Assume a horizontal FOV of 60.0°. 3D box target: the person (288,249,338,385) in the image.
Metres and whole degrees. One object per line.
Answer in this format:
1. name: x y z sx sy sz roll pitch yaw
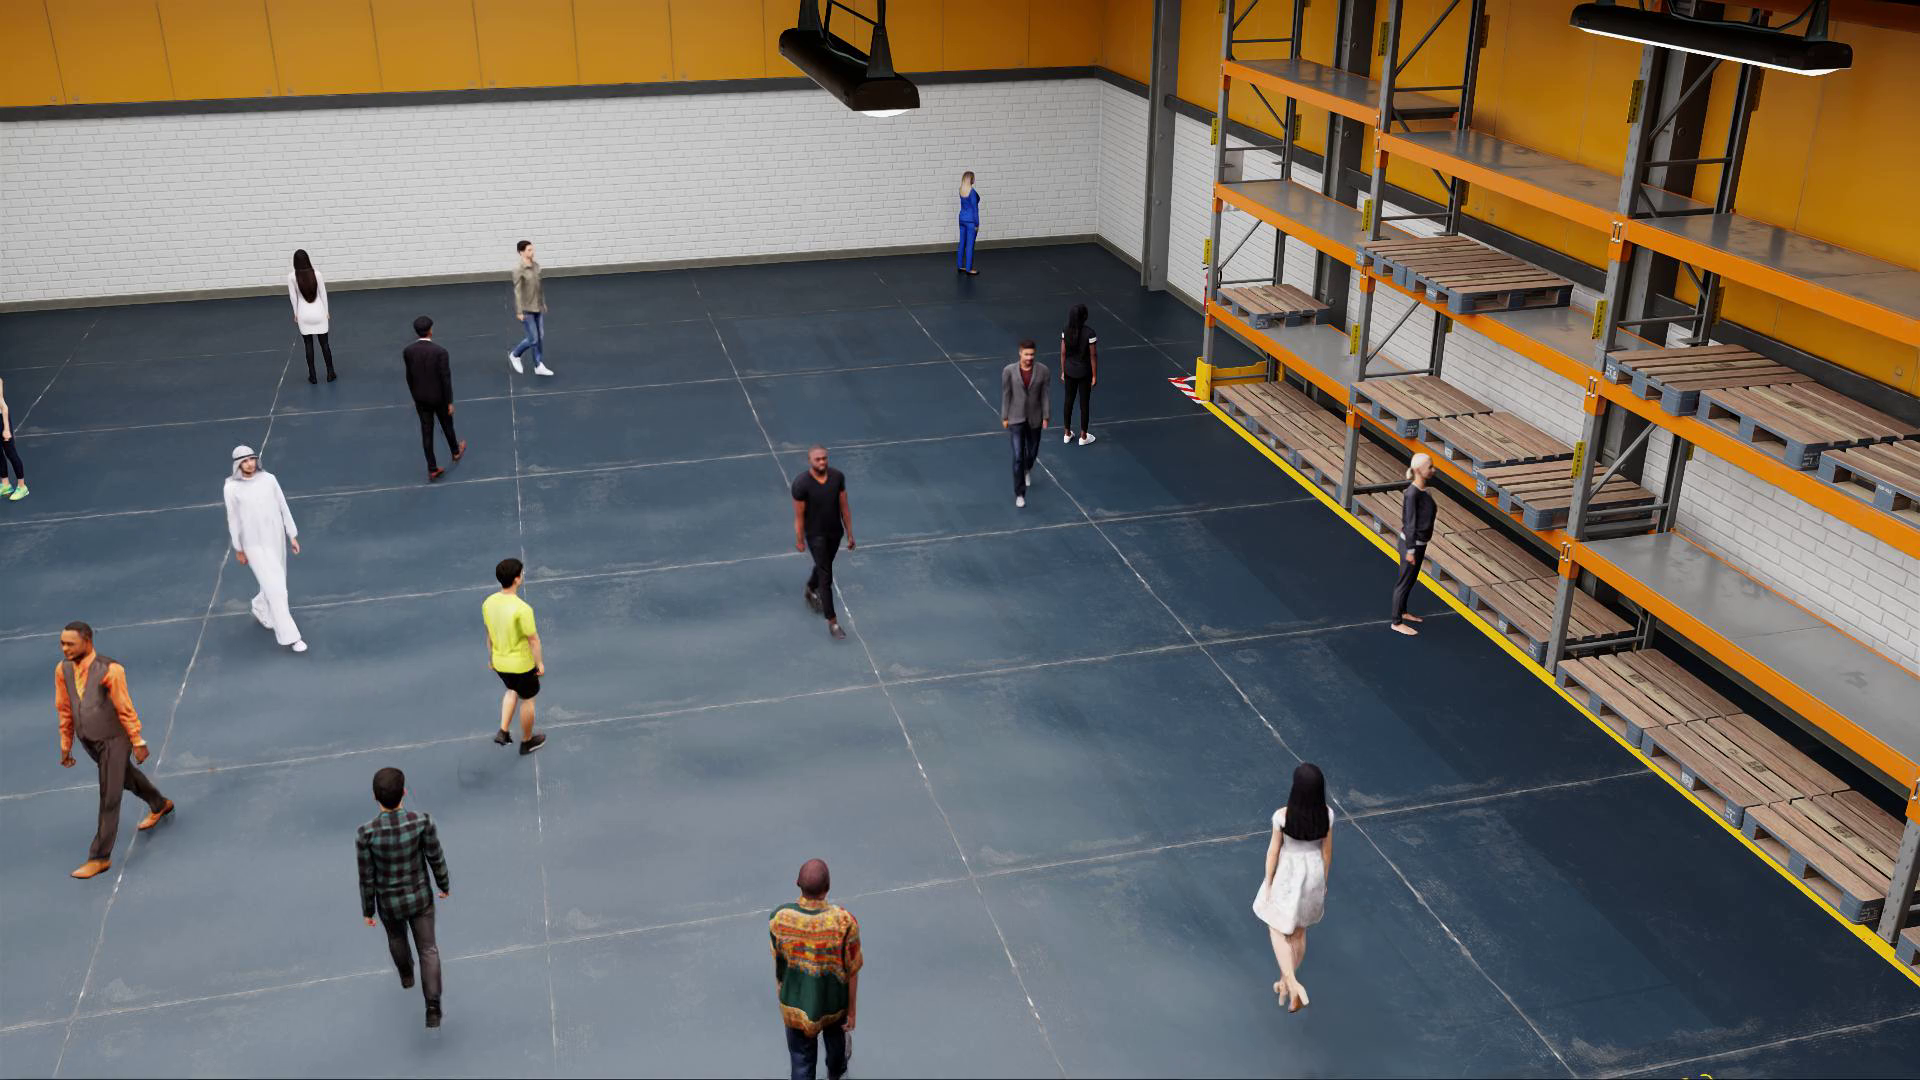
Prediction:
1. person: -8.649 -2.984 22.161 0.619 1.808 0.548 -8 25 -18

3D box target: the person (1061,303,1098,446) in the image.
1. person: 1.424 -2.010 20.034 0.696 1.729 0.753 13 27 27

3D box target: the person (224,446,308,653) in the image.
1. person: -6.384 0.024 15.169 1.298 1.898 1.162 16 28 33

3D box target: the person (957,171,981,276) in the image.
1. person: 0.126 -5.234 27.444 0.744 1.699 0.600 -16 28 -32

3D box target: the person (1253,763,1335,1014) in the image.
1. person: 2.118 2.214 10.329 0.710 1.762 0.934 -2 24 -4

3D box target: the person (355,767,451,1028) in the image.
1. person: -3.409 2.220 10.212 0.783 1.685 1.104 -9 25 -19

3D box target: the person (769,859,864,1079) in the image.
1. person: -0.835 2.651 9.336 0.956 1.755 1.262 2 24 4

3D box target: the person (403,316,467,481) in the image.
1. person: -6.052 -1.579 18.899 0.971 1.847 1.206 2 24 5

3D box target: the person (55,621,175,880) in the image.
1. person: -6.108 1.415 12.043 1.178 1.852 1.399 7 25 16

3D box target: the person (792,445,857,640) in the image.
1. person: -1.306 -0.051 15.494 0.919 1.774 1.294 -14 27 -29

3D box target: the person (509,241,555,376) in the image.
1. person: -5.865 -3.124 22.420 1.002 1.857 0.956 9 25 20

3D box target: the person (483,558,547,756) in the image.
1. person: -3.596 0.974 13.248 0.816 1.694 0.875 10 26 22

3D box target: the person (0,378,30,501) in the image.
1. person: -10.670 -1.290 18.414 0.686 1.706 0.706 8 25 17

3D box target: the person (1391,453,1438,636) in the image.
1. person: 4.204 0.003 15.430 0.736 1.727 0.658 11 26 23

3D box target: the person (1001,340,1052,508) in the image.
1. person: 0.719 -1.342 18.373 0.830 1.833 1.236 -3 24 -6
